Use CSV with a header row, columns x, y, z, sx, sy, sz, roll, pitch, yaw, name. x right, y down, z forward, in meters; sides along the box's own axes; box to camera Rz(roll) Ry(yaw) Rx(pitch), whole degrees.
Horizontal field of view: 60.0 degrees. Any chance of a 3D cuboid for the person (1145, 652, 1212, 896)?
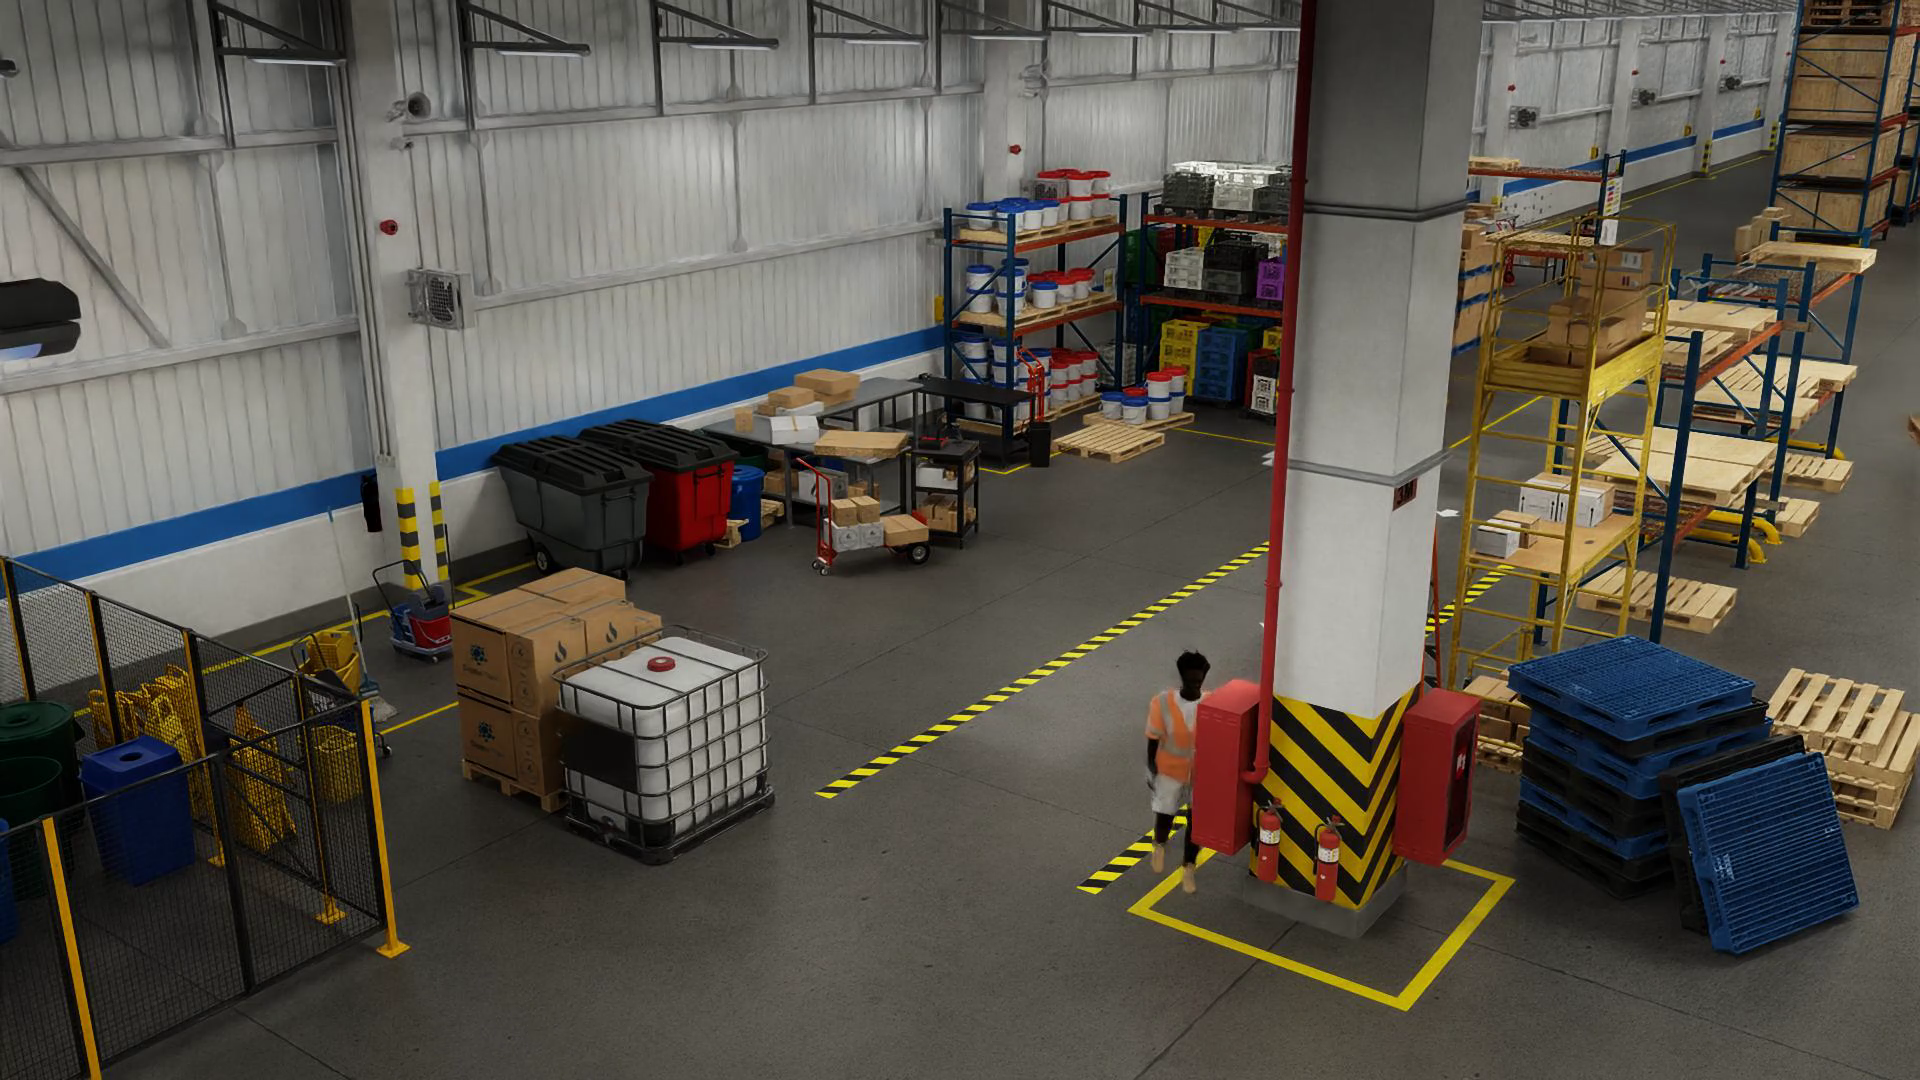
x,y,z,sx,sy,sz,roll,pitch,yaw,name
1.483,1.515,10.867,0.548,1.687,0.355,0,18,1,person
